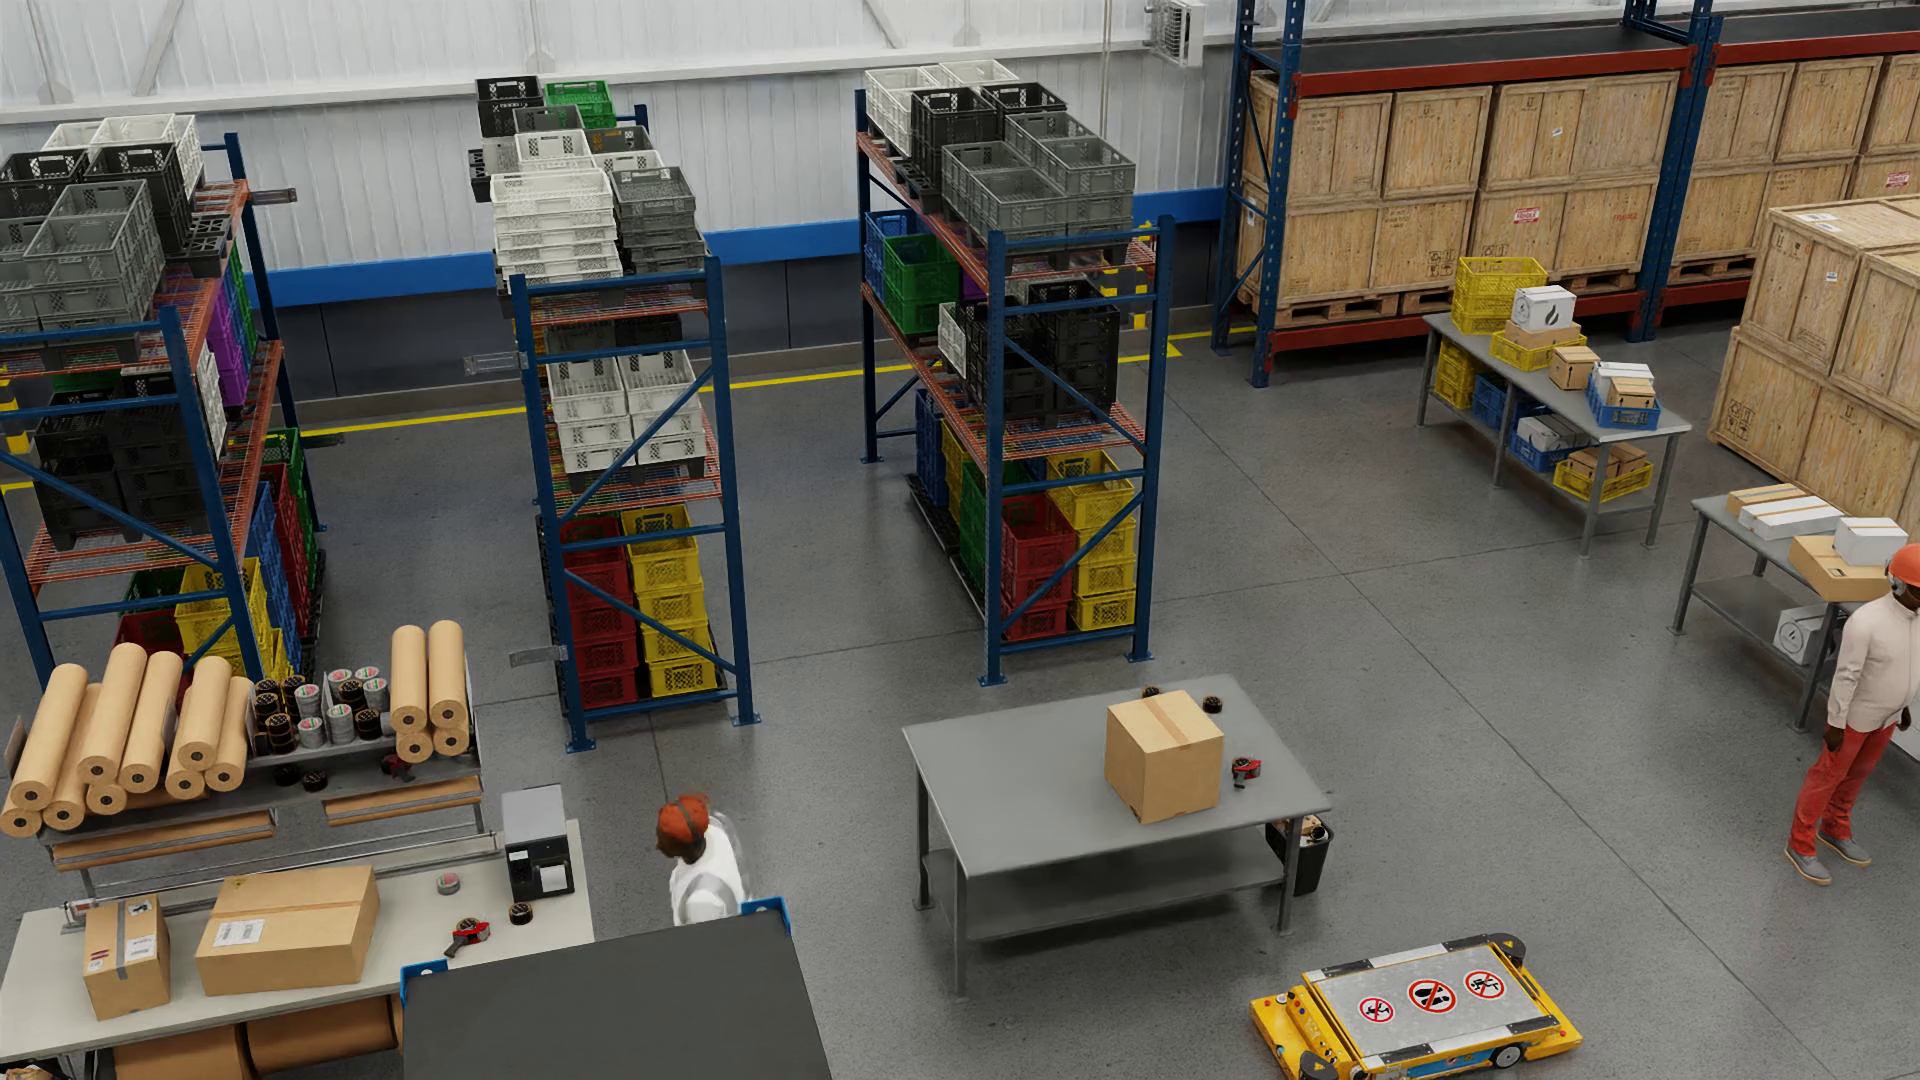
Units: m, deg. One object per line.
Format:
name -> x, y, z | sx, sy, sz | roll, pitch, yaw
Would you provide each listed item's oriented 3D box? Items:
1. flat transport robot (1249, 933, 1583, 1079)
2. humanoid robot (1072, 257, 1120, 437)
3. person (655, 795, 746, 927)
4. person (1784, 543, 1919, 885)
flat transport robot -> 2.184, 2.282, 7.980 | 1.431, 0.197, 0.652 | -8, 30, -14
humanoid robot -> 1.020, -1.522, 13.496 | 0.742, 1.628, 0.563 | 5, 29, 9
person -> -1.115, 1.825, 7.205 | 0.795, 1.839, 0.603 | -8, 30, -14
person -> 4.785, 0.897, 8.738 | 0.610, 1.995, 0.376 | -13, 31, -22
